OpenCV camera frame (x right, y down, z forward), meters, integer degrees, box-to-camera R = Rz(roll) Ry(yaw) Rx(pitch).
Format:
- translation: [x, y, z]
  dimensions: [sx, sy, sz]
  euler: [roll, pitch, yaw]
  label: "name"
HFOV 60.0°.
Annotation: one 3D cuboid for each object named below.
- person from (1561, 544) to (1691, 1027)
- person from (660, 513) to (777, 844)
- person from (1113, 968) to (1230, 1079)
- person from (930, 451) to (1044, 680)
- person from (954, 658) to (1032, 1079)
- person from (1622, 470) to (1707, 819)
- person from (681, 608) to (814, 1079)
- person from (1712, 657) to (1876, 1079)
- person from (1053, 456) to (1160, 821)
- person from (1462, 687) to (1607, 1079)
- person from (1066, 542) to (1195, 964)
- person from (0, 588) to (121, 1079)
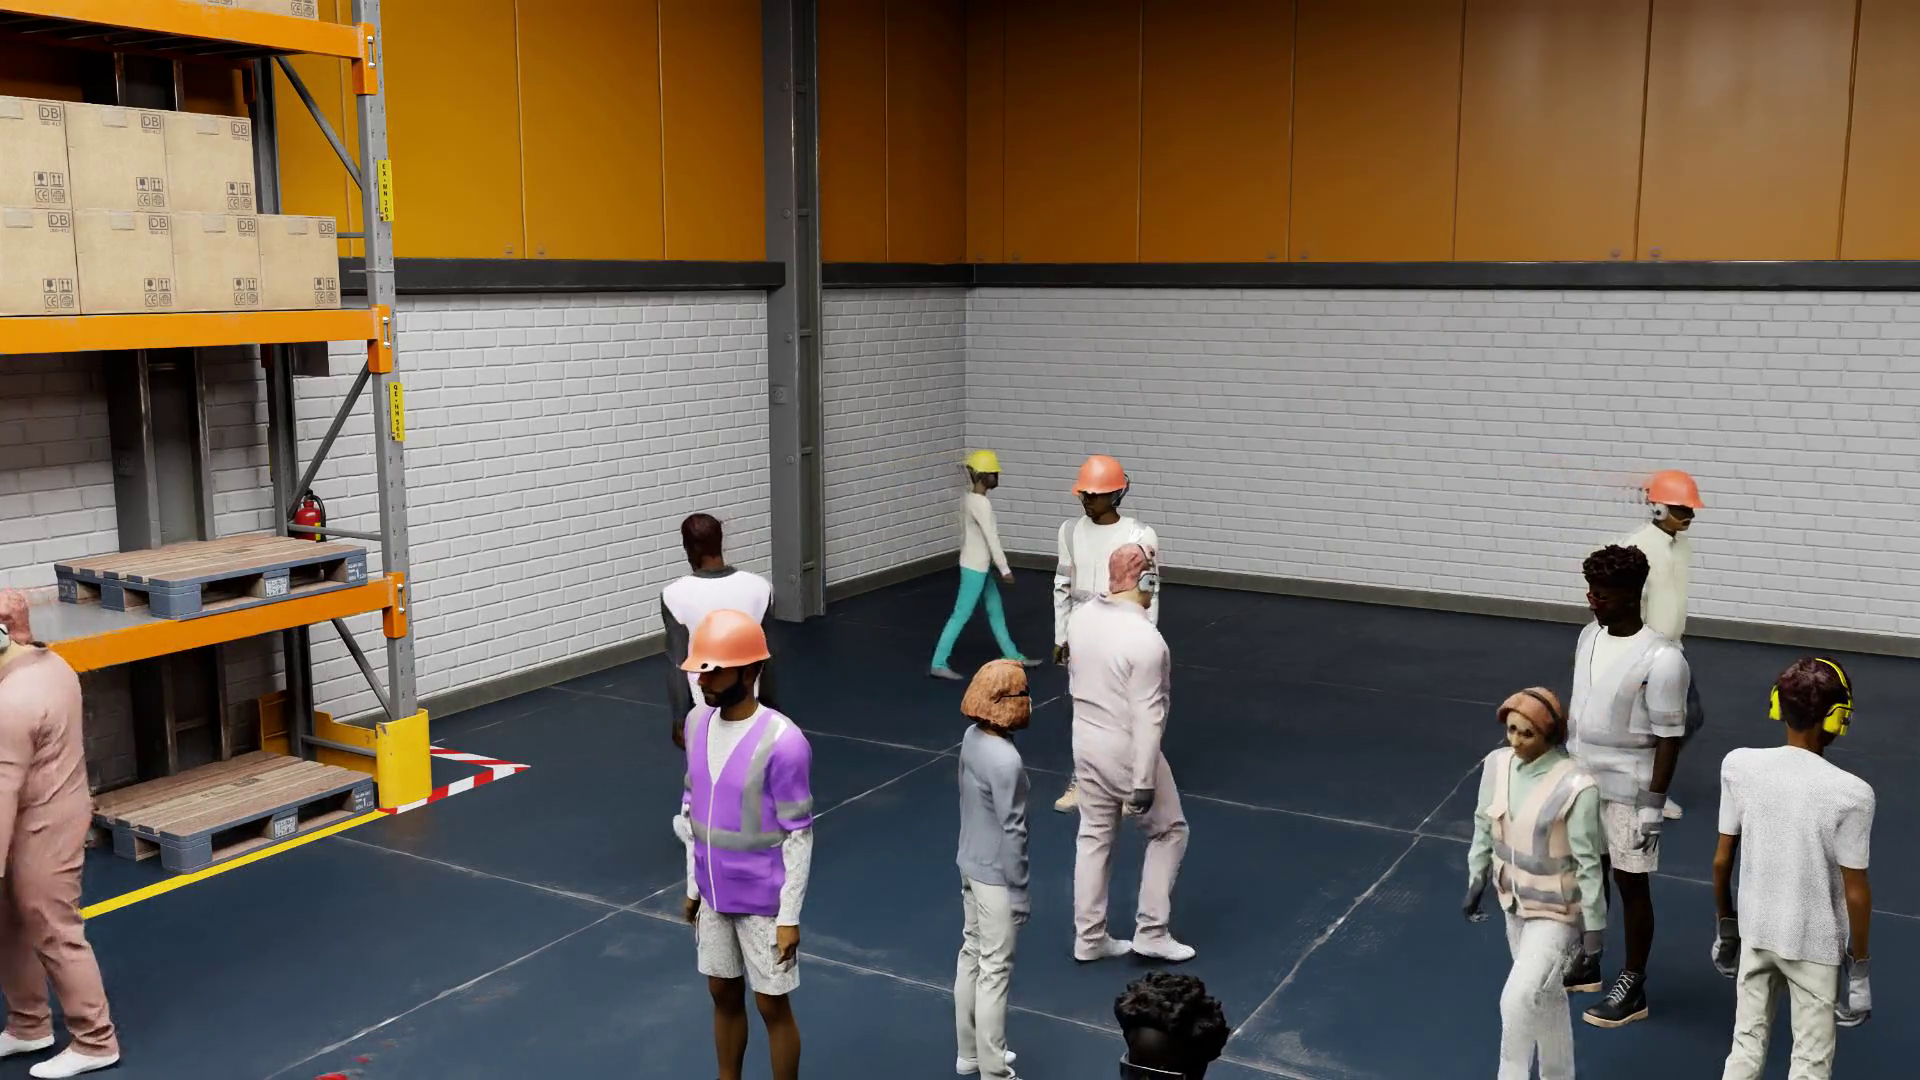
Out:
- translation: [2.644, 0.981, 6.752]
  dimensions: [0.380, 1.959, 0.603]
  euler: [-3, 9, -16]
  label: "person"
- translation: [-1.206, 0.782, 8.328]
  dimensions: [0.618, 1.849, 1.055]
  euler: [-5, 10, -28]
  label: "person"
- translation: [0.402, 1.664, 3.307]
  dimensions: [0.535, 1.697, 0.318]
  euler: [4, 10, 22]
  label: "person"
- translation: [0.176, 0.198, 12.401]
  dimensions: [0.895, 1.720, 0.524]
  euler: [-1, 9, -6]
  label: "person"
- translation: [0.136, 1.240, 6.148]
  dimensions: [0.285, 1.634, 0.499]
  euler: [-3, 10, -17]
  label: "person"
- translation: [3.784, 0.605, 9.059]
  dimensions: [0.638, 1.978, 0.480]
  euler: [-6, 11, -32]
  label: "person"
- translation: [-0.741, 1.179, 5.581]
  dimensions: [0.547, 1.938, 0.378]
  euler: [7, 12, 38]
  label: "person"
- translation: [2.600, 1.279, 5.191]
  dimensions: [0.329, 1.865, 0.511]
  euler: [-6, 11, -34]
  label: "person"
- translation: [0.787, 0.544, 9.232]
  dimensions: [0.615, 2.037, 0.387]
  euler: [5, 10, 29]
  label: "person"
- translation: [1.955, 1.298, 5.809]
  dimensions: [0.667, 1.606, 0.554]
  euler: [-4, 10, -22]
  label: "person"
- translation: [0.774, 0.938, 7.294]
  dimensions: [0.643, 1.875, 0.635]
  euler: [-6, 11, -32]
  label: "person"
- translation: [-3.542, 1.107, 6.196]
  dimensions: [0.709, 1.878, 0.675]
  euler: [-3, 10, -18]
  label: "person"
